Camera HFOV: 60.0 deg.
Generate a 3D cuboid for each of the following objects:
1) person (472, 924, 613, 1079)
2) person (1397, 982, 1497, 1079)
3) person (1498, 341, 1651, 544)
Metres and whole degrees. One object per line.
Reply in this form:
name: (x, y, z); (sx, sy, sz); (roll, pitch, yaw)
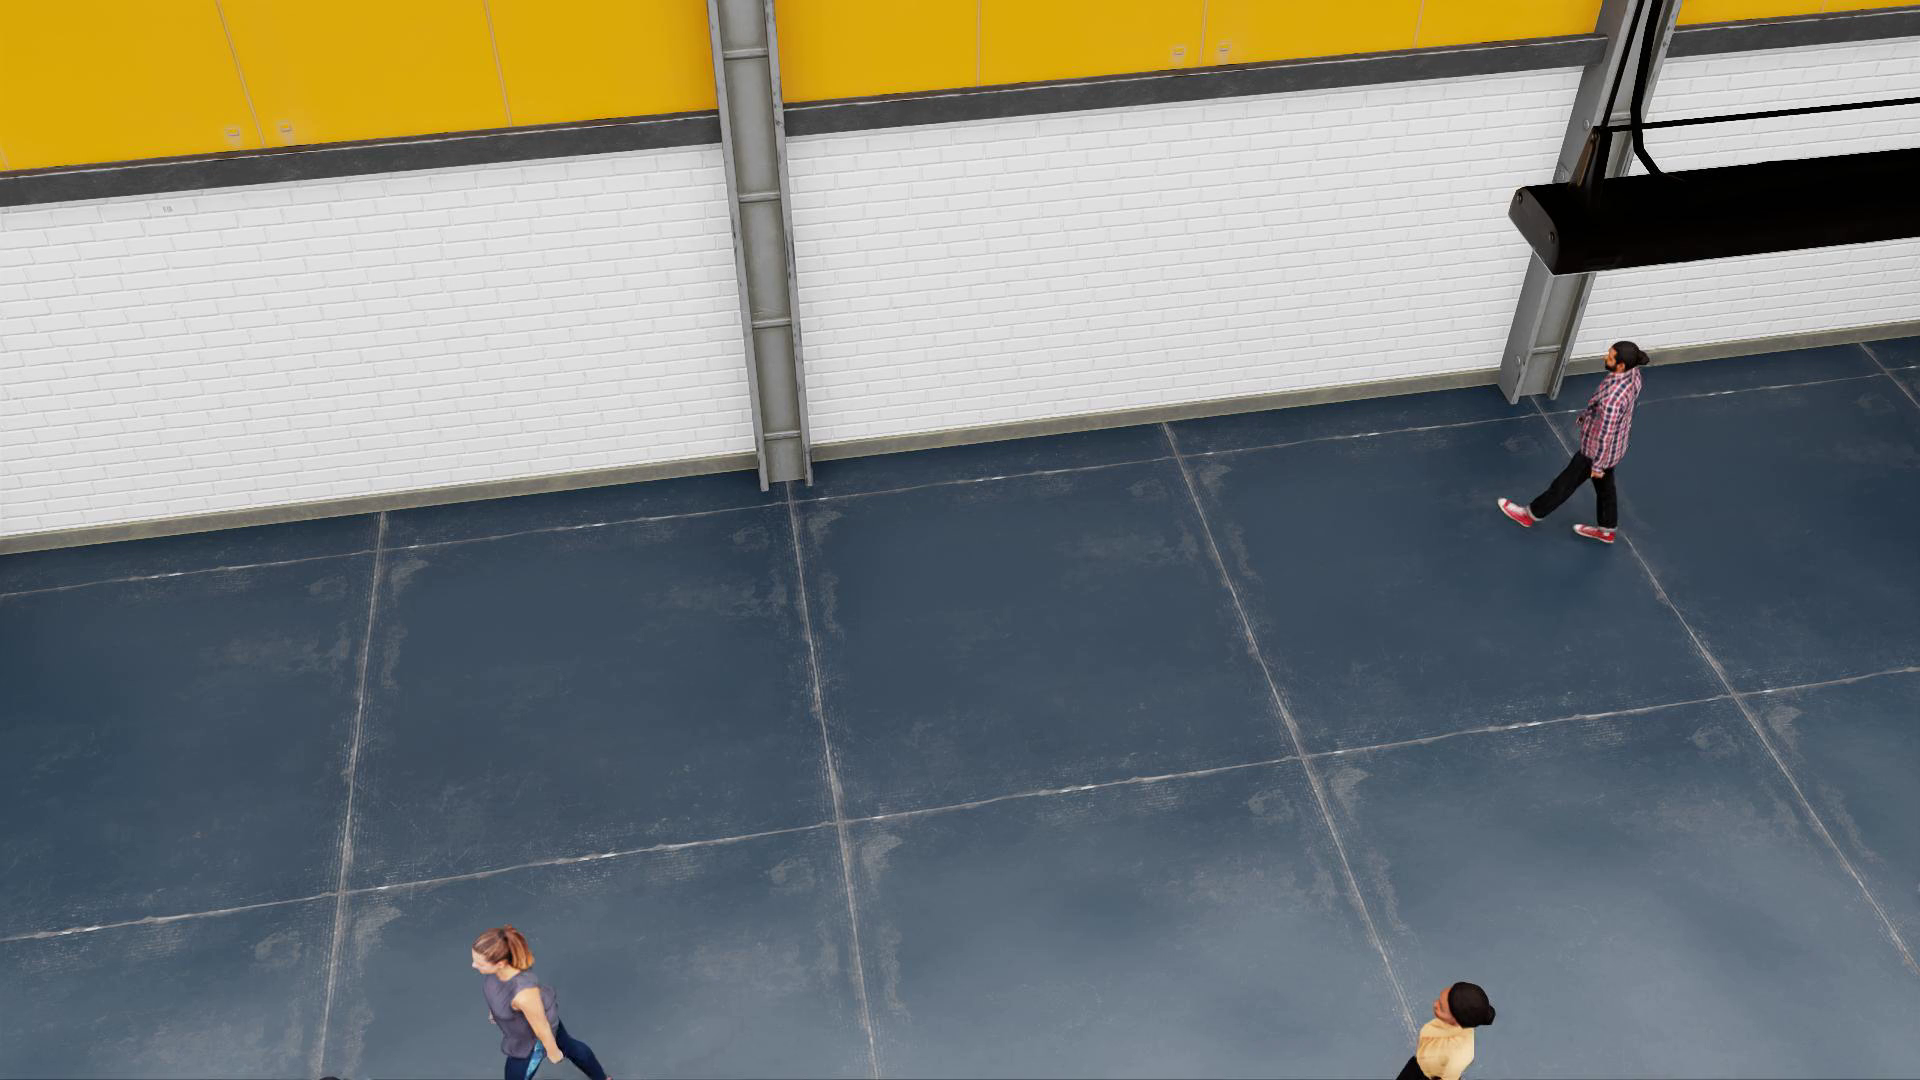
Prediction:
person: (-2.065, 2.433, 8.385); (1.149, 1.684, 0.819); (-21, 47, -21)
person: (2.386, 2.702, 8.140); (0.935, 1.632, 0.710); (5, 44, 5)
person: (4.536, -0.640, 11.574); (1.188, 1.734, 1.117); (25, 49, 24)
